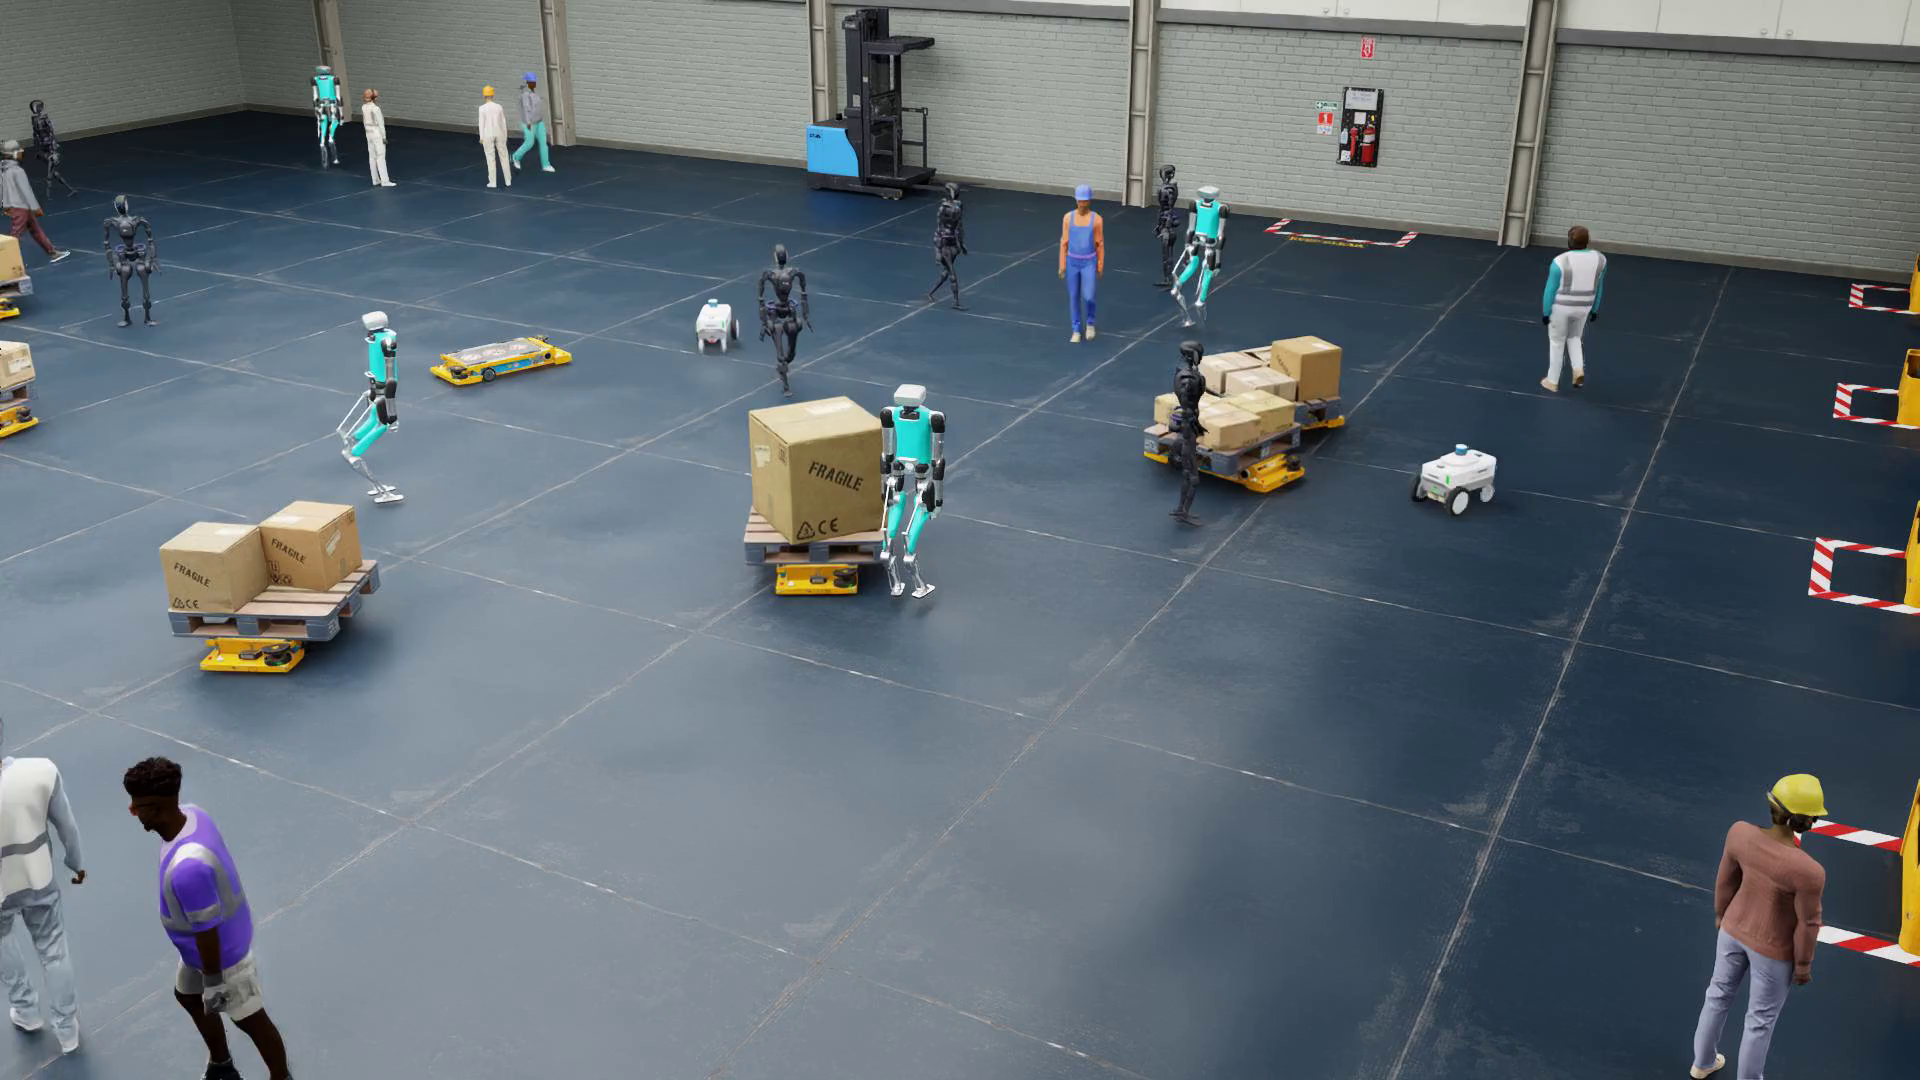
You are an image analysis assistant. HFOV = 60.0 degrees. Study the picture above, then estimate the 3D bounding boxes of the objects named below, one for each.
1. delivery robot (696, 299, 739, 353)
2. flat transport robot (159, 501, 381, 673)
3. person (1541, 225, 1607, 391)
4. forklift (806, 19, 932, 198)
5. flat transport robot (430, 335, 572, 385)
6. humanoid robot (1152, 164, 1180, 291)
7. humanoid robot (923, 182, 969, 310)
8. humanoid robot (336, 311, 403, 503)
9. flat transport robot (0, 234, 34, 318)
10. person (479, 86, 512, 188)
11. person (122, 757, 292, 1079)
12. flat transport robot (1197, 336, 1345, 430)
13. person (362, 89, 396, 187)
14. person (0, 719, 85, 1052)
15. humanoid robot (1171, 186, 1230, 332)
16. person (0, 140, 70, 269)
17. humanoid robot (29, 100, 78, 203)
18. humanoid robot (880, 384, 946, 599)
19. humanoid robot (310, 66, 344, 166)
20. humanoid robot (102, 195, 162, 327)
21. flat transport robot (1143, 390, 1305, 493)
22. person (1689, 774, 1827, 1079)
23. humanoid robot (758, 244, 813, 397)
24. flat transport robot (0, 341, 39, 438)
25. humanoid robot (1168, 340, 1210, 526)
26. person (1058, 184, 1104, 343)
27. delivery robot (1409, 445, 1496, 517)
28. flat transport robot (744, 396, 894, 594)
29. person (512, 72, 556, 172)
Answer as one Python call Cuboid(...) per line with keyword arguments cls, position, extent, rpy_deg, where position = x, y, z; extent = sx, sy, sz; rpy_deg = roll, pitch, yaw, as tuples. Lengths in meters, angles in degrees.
Cuboid(cls="delivery robot", position=(-2.915, -2.559, 19.752), extent=(0.499, 0.590, 0.793), rpy_deg=(-1, 23, -1))
Cuboid(cls="flat transport robot", position=(-5.180, 0.614, 12.733), extent=(0.659, 0.231, 1.431), rpy_deg=(1, 23, 3))
Cuboid(cls="person", position=(6.588, -2.480, 17.958), extent=(0.647, 1.829, 0.473), rpy_deg=(-3, 23, -8))
Cuboid(cls="forklift", position=(-1.573, -7.292, 27.850), extent=(1.873, 2.768, 1.129), rpy_deg=(12, 26, 25))
Cuboid(cls="flat transport robot", position=(-5.221, -2.050, 18.934), extent=(1.431, 0.231, 0.659), rpy_deg=(-19, 30, -38))
Cuboid(cls="humanoid robot", position=(2.729, -4.135, 21.992), extent=(0.315, 1.653, 0.599), rpy_deg=(-2, 23, -4))
Cuboid(cls="humanoid robot", position=(-0.185, -3.766, 21.231), extent=(0.769, 1.644, 0.613), rpy_deg=(15, 27, 31))
Cuboid(cls="humanoid robot", position=(-5.342, -1.169, 14.913), extent=(0.715, 1.710, 0.530), rpy_deg=(-15, 27, -30))
Cuboid(cls="flat transport robot", position=(-12.587, -3.029, 21.214), extent=(0.659, 0.231, 1.431), rpy_deg=(-20, 30, -39))
Cuboid(cls="person", position=(-7.941, -6.858, 28.316), extent=(0.474, 1.696, 0.327), rpy_deg=(-14, 27, -29))
Cuboid(cls="person", position=(-3.516, 1.868, 7.707), extent=(0.583, 1.928, 0.698), rpy_deg=(-12, 26, -26))
Cuboid(cls="flat transport robot", position=(3.155, -1.269, 17.118), extent=(1.431, 0.231, 0.659), rpy_deg=(-11, 26, -24))
Cuboid(cls="person", position=(-9.976, -6.869, 28.415), extent=(0.510, 1.639, 0.306), rpy_deg=(17, 29, 35))
Cuboid(cls="person", position=(-4.697, 1.651, 8.256), extent=(0.633, 1.894, 0.648), rpy_deg=(-17, 28, -34))
Cuboid(cls="humanoid robot", position=(2.823, -3.297, 20.054), extent=(0.537, 1.841, 0.772), rpy_deg=(18, 29, 35))
Cuboid(cls="person", position=(-13.054, -4.677, 23.159), extent=(0.553, 1.763, 0.961), rpy_deg=(18, 29, 36))
Cuboid(cls="humanoid robot", position=(-15.009, -6.416, 27.380), extent=(0.612, 1.632, 0.772), rpy_deg=(14, 27, 29))
Cuboid(cls="humanoid robot", position=(-0.440, -0.316, 12.866), extent=(0.533, 1.681, 0.735), rpy_deg=(8, 24, 18))
Cuboid(cls="humanoid robot", position=(-11.423, -7.543, 29.990), extent=(0.538, 1.887, 0.743), rpy_deg=(0, 23, 0))
Cuboid(cls="humanoid robot", position=(-10.116, -3.410, 20.335), extent=(0.609, 1.641, 0.399), rpy_deg=(-9, 25, -21))
Cuboid(cls="flat transport robot", position=(2.528, -0.789, 16.000), extent=(1.431, 0.231, 0.659), rpy_deg=(21, 31, 40))
Cuboid(cls="person", position=(3.799, 1.891, 7.872), extent=(0.325, 1.761, 0.523), rpy_deg=(-11, 26, -25))
Cuboid(cls="humanoid robot", position=(-1.926, -2.428, 18.103), extent=(0.602, 1.650, 0.762), rpy_deg=(-9, 25, -20))
Cuboid(cls="flat transport robot", position=(-10.275, -1.236, 17.040), extent=(1.431, 0.231, 0.659), rpy_deg=(7, 24, 15))
Cuboid(cls="humanoid robot", position=(2.032, -0.957, 14.597), extent=(0.379, 1.657, 0.593), rpy_deg=(7, 24, 16))
Cuboid(cls="person", position=(1.430, -3.259, 19.681), extent=(0.515, 1.897, 0.426), rpy_deg=(7, 24, 15))
Cuboid(cls="delivery robot", position=(4.512, -0.560, 15.124), extent=(0.814, 0.610, 0.499), rpy_deg=(-16, 28, -32))
Cuboid(cls="flat transport robot", position=(-1.151, 0.089, 13.955), extent=(0.659, 0.231, 1.431), rpy_deg=(-1, 23, -1))
Cuboid(cls="person", position=(-7.647, -7.436, 29.587), extent=(0.732, 1.750, 0.535), rpy_deg=(10, 25, 21))
